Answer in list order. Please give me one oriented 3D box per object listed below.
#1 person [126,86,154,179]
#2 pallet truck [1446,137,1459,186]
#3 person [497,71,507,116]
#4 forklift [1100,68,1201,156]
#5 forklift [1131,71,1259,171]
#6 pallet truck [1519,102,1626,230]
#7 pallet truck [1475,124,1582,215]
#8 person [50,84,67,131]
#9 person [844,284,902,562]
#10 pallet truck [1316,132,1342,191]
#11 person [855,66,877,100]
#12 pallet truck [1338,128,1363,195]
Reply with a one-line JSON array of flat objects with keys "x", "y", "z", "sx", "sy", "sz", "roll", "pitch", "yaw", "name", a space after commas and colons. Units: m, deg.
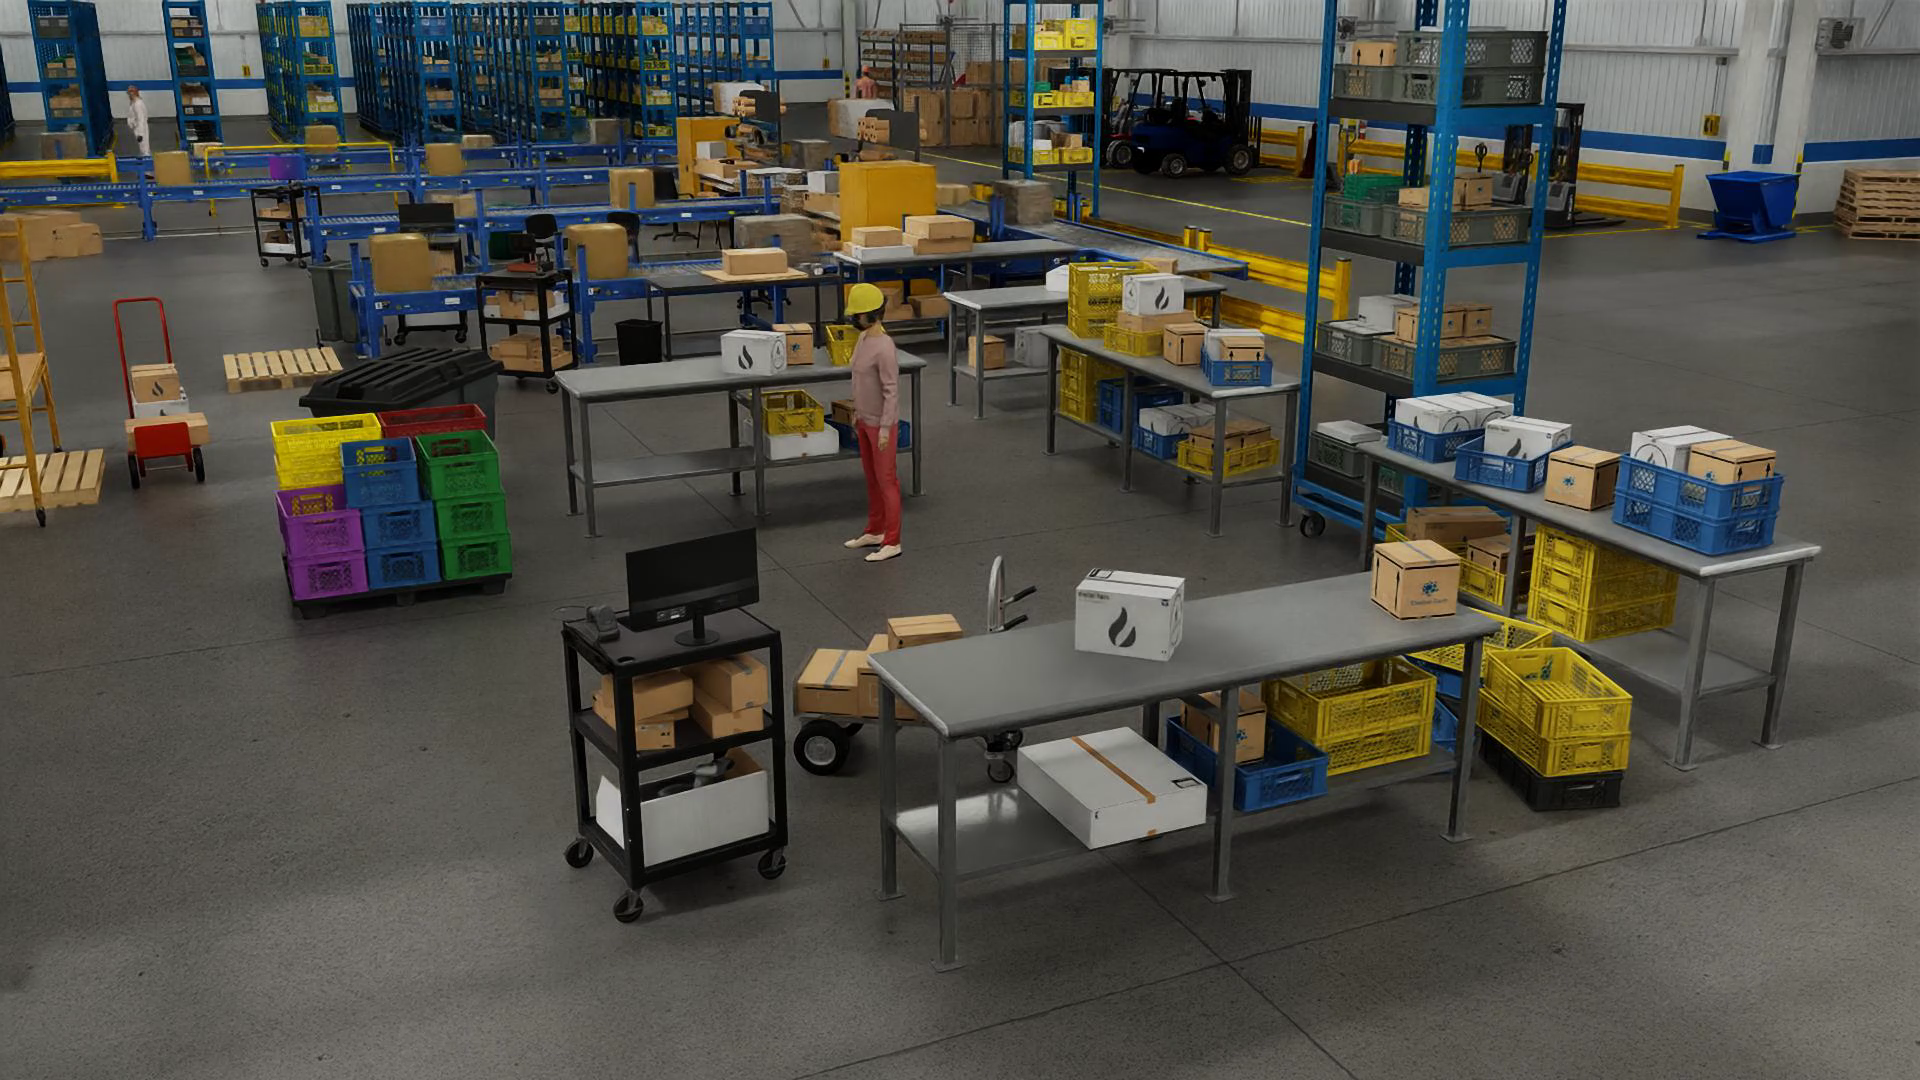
[{"x": -17.084, "y": -8.475, "z": 34.627, "sx": 0.406, "sy": 1.902, "sz": 0.638, "roll": -8, "pitch": 19, "yaw": -23, "name": "person"}, {"x": 9.184, "y": -6.485, "z": 29.328, "sx": 1.630, "sy": 1.274, "sz": 0.653, "roll": -8, "pitch": 19, "yaw": -23, "name": "pallet truck"}, {"x": -15.240, "y": -14.970, "z": 55.228, "sx": 0.436, "sy": 1.809, "sz": 0.585, "roll": -13, "pitch": 22, "yaw": -36, "name": "person"}, {"x": 4.082, "y": -9.564, "z": 37.410, "sx": 2.680, "sy": 1.987, "sz": 1.157, "roll": -8, "pitch": 19, "yaw": -23, "name": "forklift"}, {"x": 4.998, "y": -8.936, "z": 35.413, "sx": 2.680, "sy": 1.987, "sz": 1.157, "roll": -9, "pitch": 20, "yaw": -25, "name": "forklift"}, {"x": 9.972, "y": -6.037, "z": 26.785, "sx": 1.885, "sy": 1.965, "sz": 0.823, "roll": -9, "pitch": 20, "yaw": -25, "name": "pallet truck"}, {"x": 9.707, "y": -6.455, "z": 28.103, "sx": 1.885, "sy": 1.965, "sz": 0.823, "roll": -7, "pitch": 19, "yaw": -20, "name": "pallet truck"}, {"x": -22.117, "y": -10.454, "z": 40.960, "sx": 0.388, "sy": 1.837, "sz": 0.564, "roll": -8, "pitch": 19, "yaw": -23, "name": "person"}, {"x": -0.556, "y": -0.739, "z": 10.487, "sx": 0.328, "sy": 1.760, "sz": 0.524, "roll": -8, "pitch": 19, "yaw": -23, "name": "person"}, {"x": 7.723, "y": -7.504, "z": 32.656, "sx": 1.601, "sy": 1.201, "sz": 0.680, "roll": -8, "pitch": 19, "yaw": -23, "name": "pallet truck"}, {"x": -2.588, "y": -12.017, "z": 45.733, "sx": 0.624, "sy": 1.942, "sz": 1.032, "roll": -1, "pitch": 18, "yaw": -3, "name": "person"}, {"x": 7.845, "y": -7.140, "z": 31.411, "sx": 1.522, "sy": 1.261, "sz": 0.704, "roll": -9, "pitch": 20, "yaw": -25, "name": "pallet truck"}]
